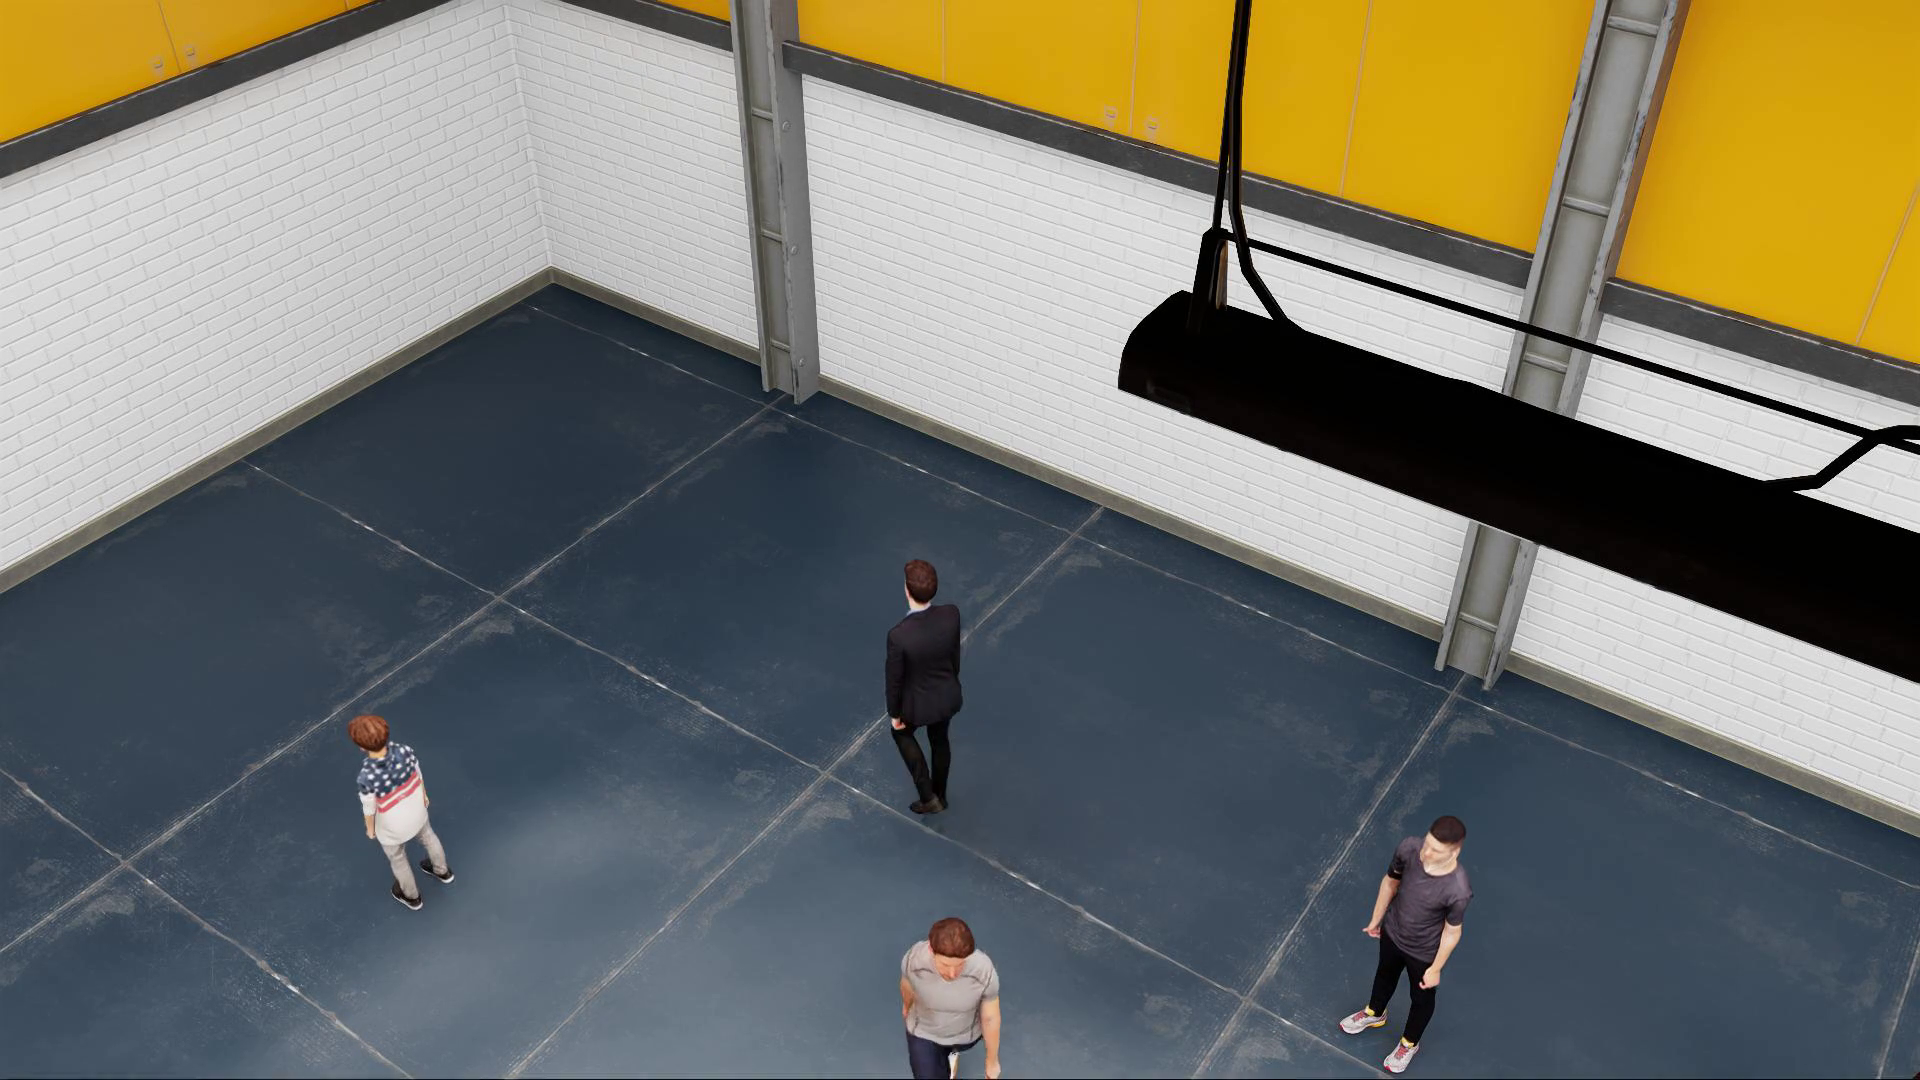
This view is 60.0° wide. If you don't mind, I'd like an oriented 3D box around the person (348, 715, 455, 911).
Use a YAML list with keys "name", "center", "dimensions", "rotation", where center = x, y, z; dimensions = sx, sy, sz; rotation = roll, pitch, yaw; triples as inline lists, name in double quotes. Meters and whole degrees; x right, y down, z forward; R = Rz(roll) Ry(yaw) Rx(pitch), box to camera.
- name: "person"
  center: [-3.172, 1.532, 9.405]
  dimensions: [0.494, 1.436, 0.539]
  rotation: [27, 46, 29]

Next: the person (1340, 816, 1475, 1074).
- name: "person"
  center: [2.336, 2.033, 8.515]
  dimensions: [0.756, 1.764, 0.600]
  rotation: [-25, 45, -28]

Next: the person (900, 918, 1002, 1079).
- name: "person"
  center: [-0.077, 2.304, 8.133]
  dimensions: [1.290, 1.817, 1.189]
  rotation: [4, 39, 4]

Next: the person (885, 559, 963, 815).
- name: "person"
  center: [-0.153, 0.954, 9.777]
  dimensions: [0.826, 1.876, 0.847]
  rotation: [-19, 42, -23]
